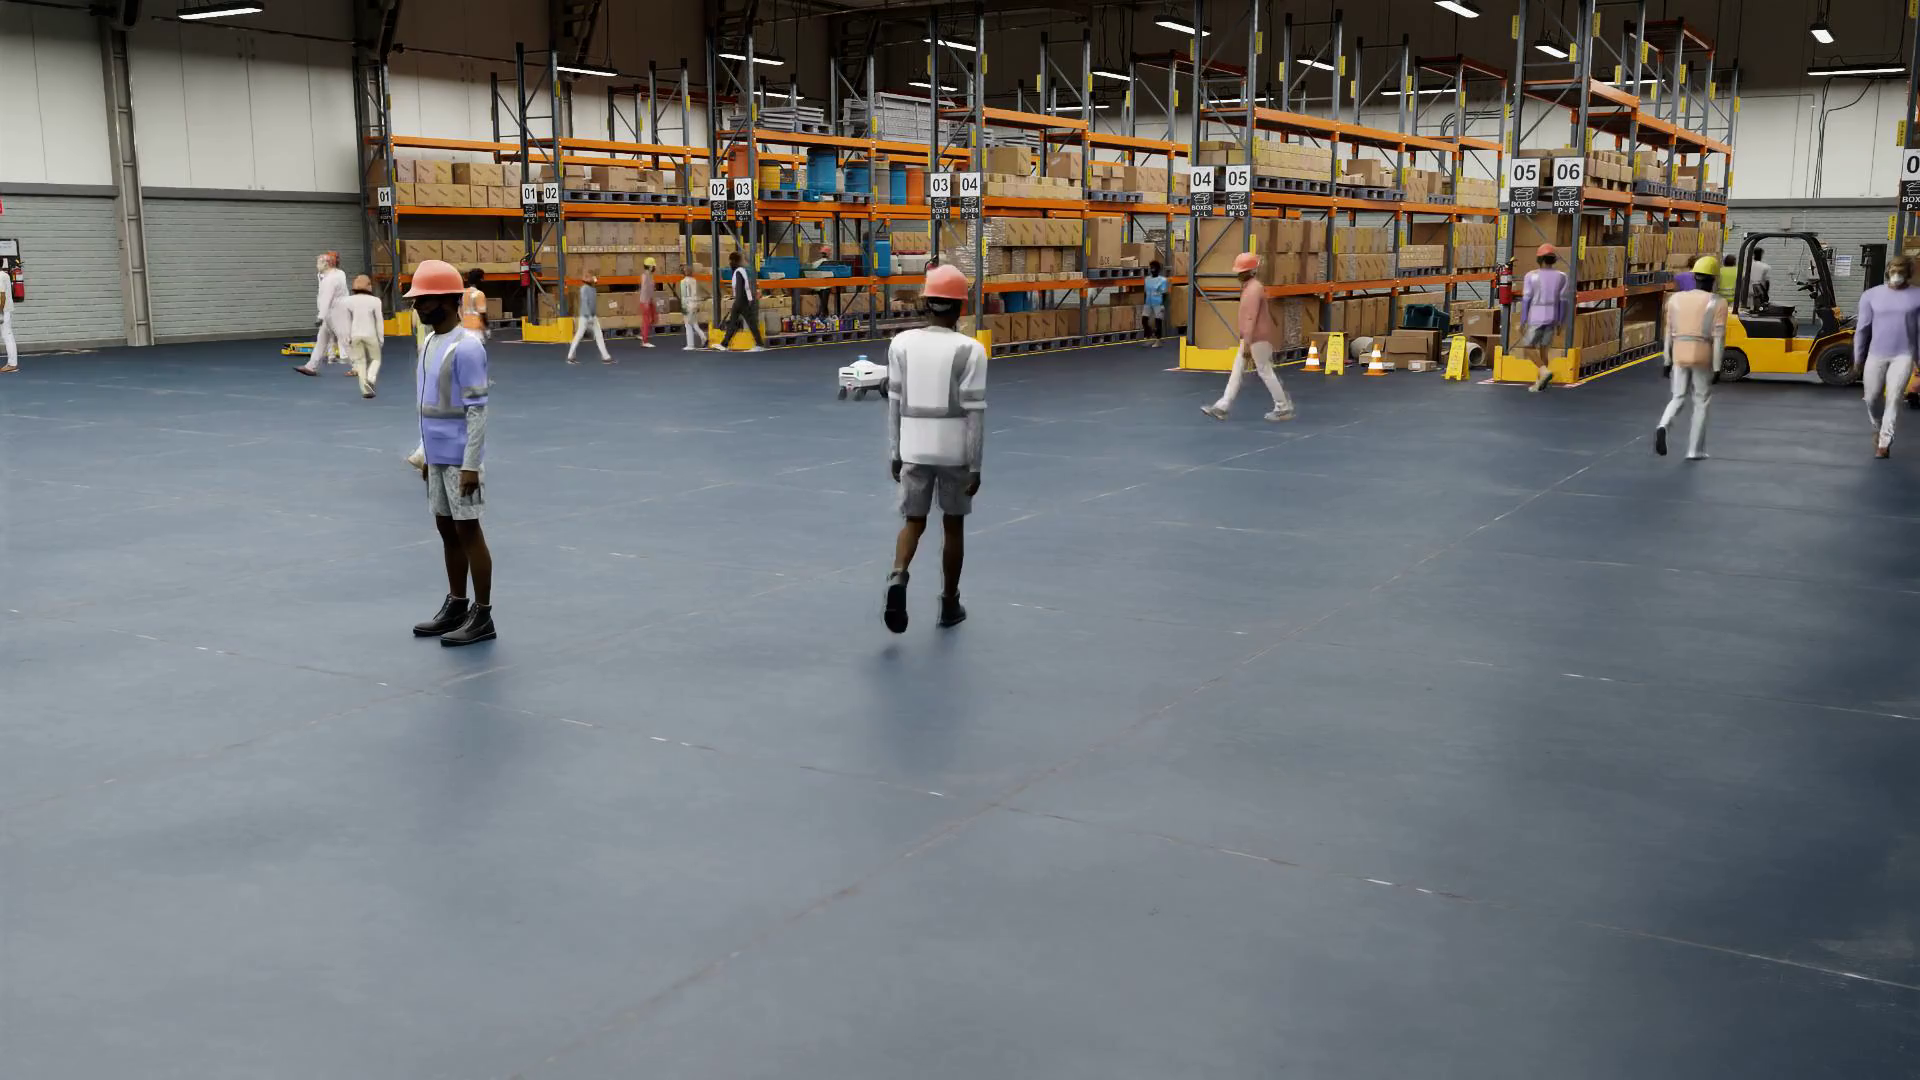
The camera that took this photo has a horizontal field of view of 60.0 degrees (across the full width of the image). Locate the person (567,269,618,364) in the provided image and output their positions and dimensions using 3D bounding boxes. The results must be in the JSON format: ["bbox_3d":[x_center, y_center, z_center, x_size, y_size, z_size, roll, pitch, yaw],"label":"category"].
[{"bbox_3d":[-6.201,-3.719,27.781,0.869,1.591,0.495,3,11,17],"label":"person"}]

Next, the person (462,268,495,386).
[{"bbox_3d":[-6.687,-2.945,23.198,0.650,1.671,0.553,-8,13,-40],"label":"person"}]

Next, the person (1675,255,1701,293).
[{"bbox_3d":[12.273,-3.853,27.881,0.591,1.817,0.773,6,12,31],"label":"person"}]

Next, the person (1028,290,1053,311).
[{"bbox_3d":[1.729,-5.147,35.423,0.492,1.722,0.680,5,11,26],"label":"person"}]

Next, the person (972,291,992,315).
[{"bbox_3d":[0.489,-5.511,37.130,0.537,1.835,0.400,6,12,30],"label":"person"}]

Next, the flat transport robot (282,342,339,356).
[{"bbox_3d":[-11.473,-3.442,29.928,1.431,0.197,0.652,6,12,31],"label":"flat transport robot"}]

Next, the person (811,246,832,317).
[{"bbox_3d":[-3.172,-6.021,39.682,0.664,1.939,1.023,6,12,31],"label":"person"}]

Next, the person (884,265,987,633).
[{"bbox_3d":[-0.141,-0.450,8.571,0.566,1.920,0.729,3,11,19],"label":"person"}]

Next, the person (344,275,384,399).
[{"bbox_3d":[-7.722,-2.622,21.565,0.500,1.620,0.398,0,10,-1],"label":"person"}]

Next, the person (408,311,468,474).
[{"bbox_3d":[-4.301,-1.353,13.873,0.466,1.824,0.631,-6,12,-29],"label":"person"}]

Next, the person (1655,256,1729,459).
[{"bbox_3d":[6.789,-1.677,15.467,0.659,1.906,0.601,-9,13,-40],"label":"person"}]

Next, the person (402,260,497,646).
[{"bbox_3d":[-2.589,-0.435,8.413,0.357,1.937,0.550,-9,14,-41],"label":"person"}]

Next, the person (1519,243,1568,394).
[{"bbox_3d":[7.820,-2.950,22.259,0.625,2.023,0.586,-1,10,-8],"label":"person"}]

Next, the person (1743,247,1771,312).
[{"bbox_3d":[17.633,-5.524,36.898,0.631,1.939,0.569,4,11,21],"label":"person"}]

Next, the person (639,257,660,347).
[{"bbox_3d":[-6.049,-4.618,32.355,0.367,1.748,0.541,2,10,9],"label":"person"}]

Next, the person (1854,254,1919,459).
[{"bbox_3d":[8.868,-1.750,15.830,0.641,1.922,0.712,7,12,34],"label":"person"}]

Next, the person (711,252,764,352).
[{"bbox_3d":[-4.141,-4.430,31.047,1.010,1.838,0.685,-2,10,-13],"label":"person"}]

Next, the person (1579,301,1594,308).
[{"bbox_3d":[16.008,-6.551,42.513,0.611,1.995,0.377,-3,11,-17],"label":"person"}]

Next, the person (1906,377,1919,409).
[{"bbox_3d":[11.985,-2.506,20.180,0.761,1.892,0.663,-4,11,-20],"label":"person"}]

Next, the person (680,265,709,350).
[{"bbox_3d":[-5.078,-4.398,31.483,0.422,1.617,0.550,4,11,20],"label":"person"}]

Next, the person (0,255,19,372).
[{"bbox_3d":[-15.145,-3.590,26.295,0.329,1.865,0.512,-4,11,-21],"label":"person"}]

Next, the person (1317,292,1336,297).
[{"bbox_3d":[7.774,-5.166,35.213,0.513,1.835,0.942,6,12,30],"label":"person"}]

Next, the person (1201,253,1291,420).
[{"bbox_3d":[3.315,-2.293,18.896,1.046,1.914,0.672,0,10,2],"label":"person"}]

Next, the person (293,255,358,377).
[{"bbox_3d":[-9.579,-3.378,25.166,1.031,1.843,0.641,-5,11,-24],"label":"person"}]

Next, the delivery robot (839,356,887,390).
[{"bbox_3d":[-1.260,-2.156,21.654,0.477,0.478,0.707,6,12,31],"label":"delivery robot"}]

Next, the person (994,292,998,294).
[{"bbox_3d":[0.781,-6.529,42.667,0.551,1.900,0.863,7,12,35],"label":"person"}]

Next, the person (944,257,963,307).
[{"bbox_3d":[-0.179,-4.991,34.276,0.624,1.806,0.678,7,12,34],"label":"person"}]

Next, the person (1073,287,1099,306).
[{"bbox_3d":[3.176,-6.314,41.521,0.639,1.892,1.042,6,12,28],"label":"person"}]

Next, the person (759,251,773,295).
[{"bbox_3d":[-5.180,-6.662,43.665,0.621,1.797,0.758,5,11,27],"label":"person"}]

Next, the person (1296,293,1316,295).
[{"bbox_3d":[8.262,-6.112,39.921,0.688,2.000,0.536,5,11,25],"label":"person"}]

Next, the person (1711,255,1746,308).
[{"bbox_3d":[14.917,-4.629,32.312,0.633,1.797,0.940,5,11,26],"label":"person"}]

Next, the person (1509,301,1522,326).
[{"bbox_3d":[13.744,-6.231,40.876,0.636,1.939,0.364,6,12,30],"label":"person"}]

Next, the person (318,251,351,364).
[{"bbox_3d":[-10.501,-3.901,27.985,0.575,1.883,0.355,4,11,21],"label":"person"}]

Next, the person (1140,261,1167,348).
[{"bbox_3d":[3.695,-4.522,31.996,0.552,1.677,0.565,8,13,40],"label":"person"}]

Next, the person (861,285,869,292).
[{"bbox_3d":[-2.607,-7.239,46.356,0.607,2.008,0.969,6,12,29],"label":"person"}]
